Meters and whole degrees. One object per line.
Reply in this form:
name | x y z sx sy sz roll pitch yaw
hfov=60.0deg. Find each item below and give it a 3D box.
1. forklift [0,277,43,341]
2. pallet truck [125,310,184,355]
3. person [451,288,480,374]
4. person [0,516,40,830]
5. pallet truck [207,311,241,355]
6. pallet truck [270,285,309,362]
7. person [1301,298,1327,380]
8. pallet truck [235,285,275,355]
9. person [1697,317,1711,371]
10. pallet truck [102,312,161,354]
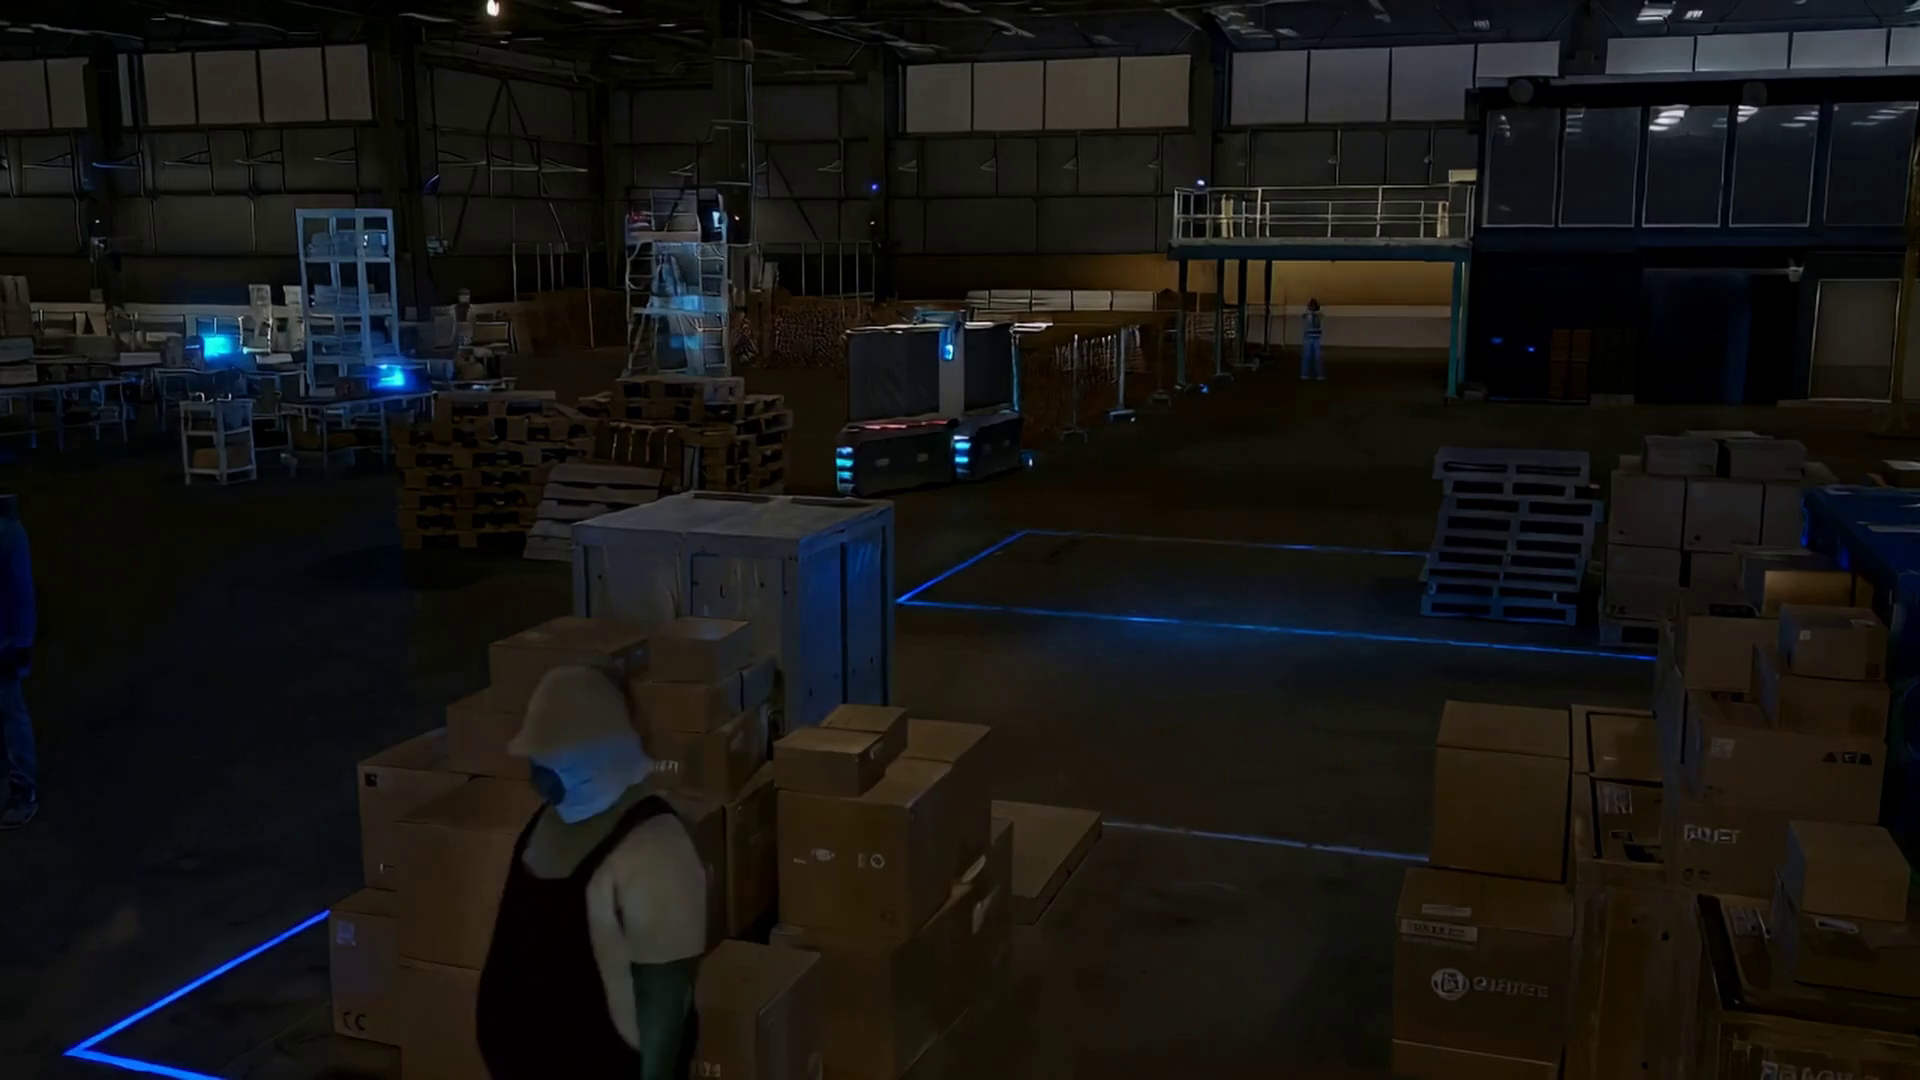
forklift | -27.151 -6.329 46.328 1.157 1.987 2.680 3 11 17
pallet truck | -22.038 -5.665 45.457 0.704 1.261 1.522 3 11 17
person | -11.730 -4.968 39.486 0.629 2.007 0.869 1 10 5
person | -5.108 0.519 8.640 0.608 1.997 0.375 1 10 5
pallet truck | -19.537 -5.575 44.913 0.653 1.274 1.630 3 11 19
pallet truck | -17.147 -5.700 43.663 0.823 1.965 1.885 3 11 17
person | 7.938 -4.499 37.330 0.588 1.834 0.943 -3 11 -17
pallet truck | -18.327 -5.835 44.421 0.823 1.965 1.885 4 11 23
person | 16.004 -4.099 35.678 0.563 1.613 0.503 1 10 8
pallet truck | -23.057 -5.777 46.261 0.680 1.201 1.601 3 11 19
